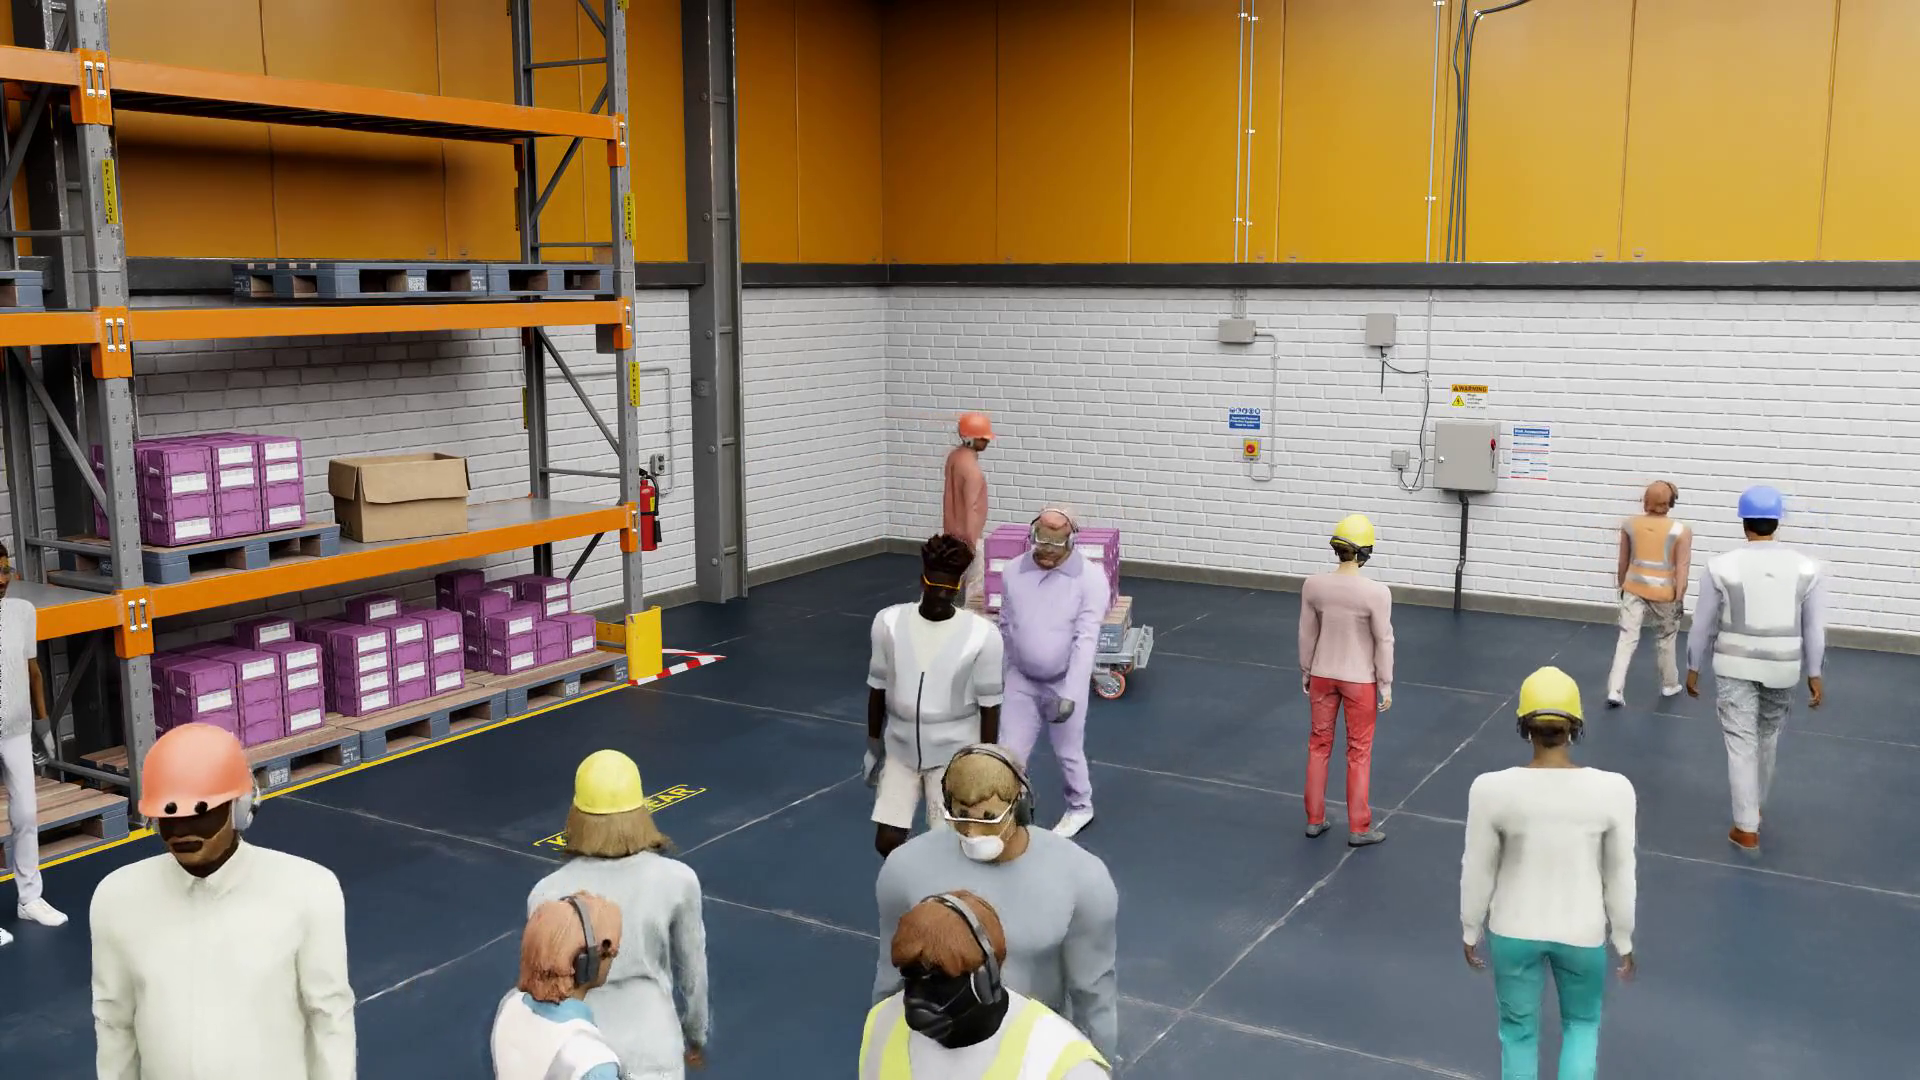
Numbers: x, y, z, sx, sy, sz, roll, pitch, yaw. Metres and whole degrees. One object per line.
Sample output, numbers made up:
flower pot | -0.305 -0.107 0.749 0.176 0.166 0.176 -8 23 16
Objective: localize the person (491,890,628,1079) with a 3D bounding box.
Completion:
person | -0.873 1.608 3.962 0.815 1.598 0.513 -9 13 -43

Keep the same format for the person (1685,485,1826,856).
person | 4.196 0.656 8.883 0.646 1.918 0.828 1 9 7

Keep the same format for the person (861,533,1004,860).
person | -0.132 0.921 7.166 0.651 1.944 0.418 3 10 18

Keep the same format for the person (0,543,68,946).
person | -4.377 0.902 7.568 0.321 1.861 0.514 5 10 27

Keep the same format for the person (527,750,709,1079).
person | -0.955 1.436 4.727 0.502 1.700 0.894 -3 10 -17

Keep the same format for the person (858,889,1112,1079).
person | 0.021 1.598 3.450 0.628 1.790 0.967 5 10 29

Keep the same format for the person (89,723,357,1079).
person | -1.788 1.403 4.062 0.617 1.993 0.452 -1 9 -7

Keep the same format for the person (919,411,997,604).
person | -0.024 -0.057 13.220 0.748 1.962 0.656 -4 10 -22

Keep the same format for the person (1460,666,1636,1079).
person | 1.926 1.285 5.470 0.555 1.751 0.398 2 9 13

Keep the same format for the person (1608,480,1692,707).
person | 4.847 0.374 11.686 0.530 1.592 0.890 9 12 43

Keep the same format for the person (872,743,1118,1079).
person | 0.086 1.410 4.382 0.651 1.875 1.021 1 9 4

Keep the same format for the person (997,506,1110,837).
person | 0.472 0.730 8.681 0.651 1.859 0.868 4 10 24

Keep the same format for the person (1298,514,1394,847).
person | 2.061 0.740 8.861 0.533 1.767 0.326 7 12 39
